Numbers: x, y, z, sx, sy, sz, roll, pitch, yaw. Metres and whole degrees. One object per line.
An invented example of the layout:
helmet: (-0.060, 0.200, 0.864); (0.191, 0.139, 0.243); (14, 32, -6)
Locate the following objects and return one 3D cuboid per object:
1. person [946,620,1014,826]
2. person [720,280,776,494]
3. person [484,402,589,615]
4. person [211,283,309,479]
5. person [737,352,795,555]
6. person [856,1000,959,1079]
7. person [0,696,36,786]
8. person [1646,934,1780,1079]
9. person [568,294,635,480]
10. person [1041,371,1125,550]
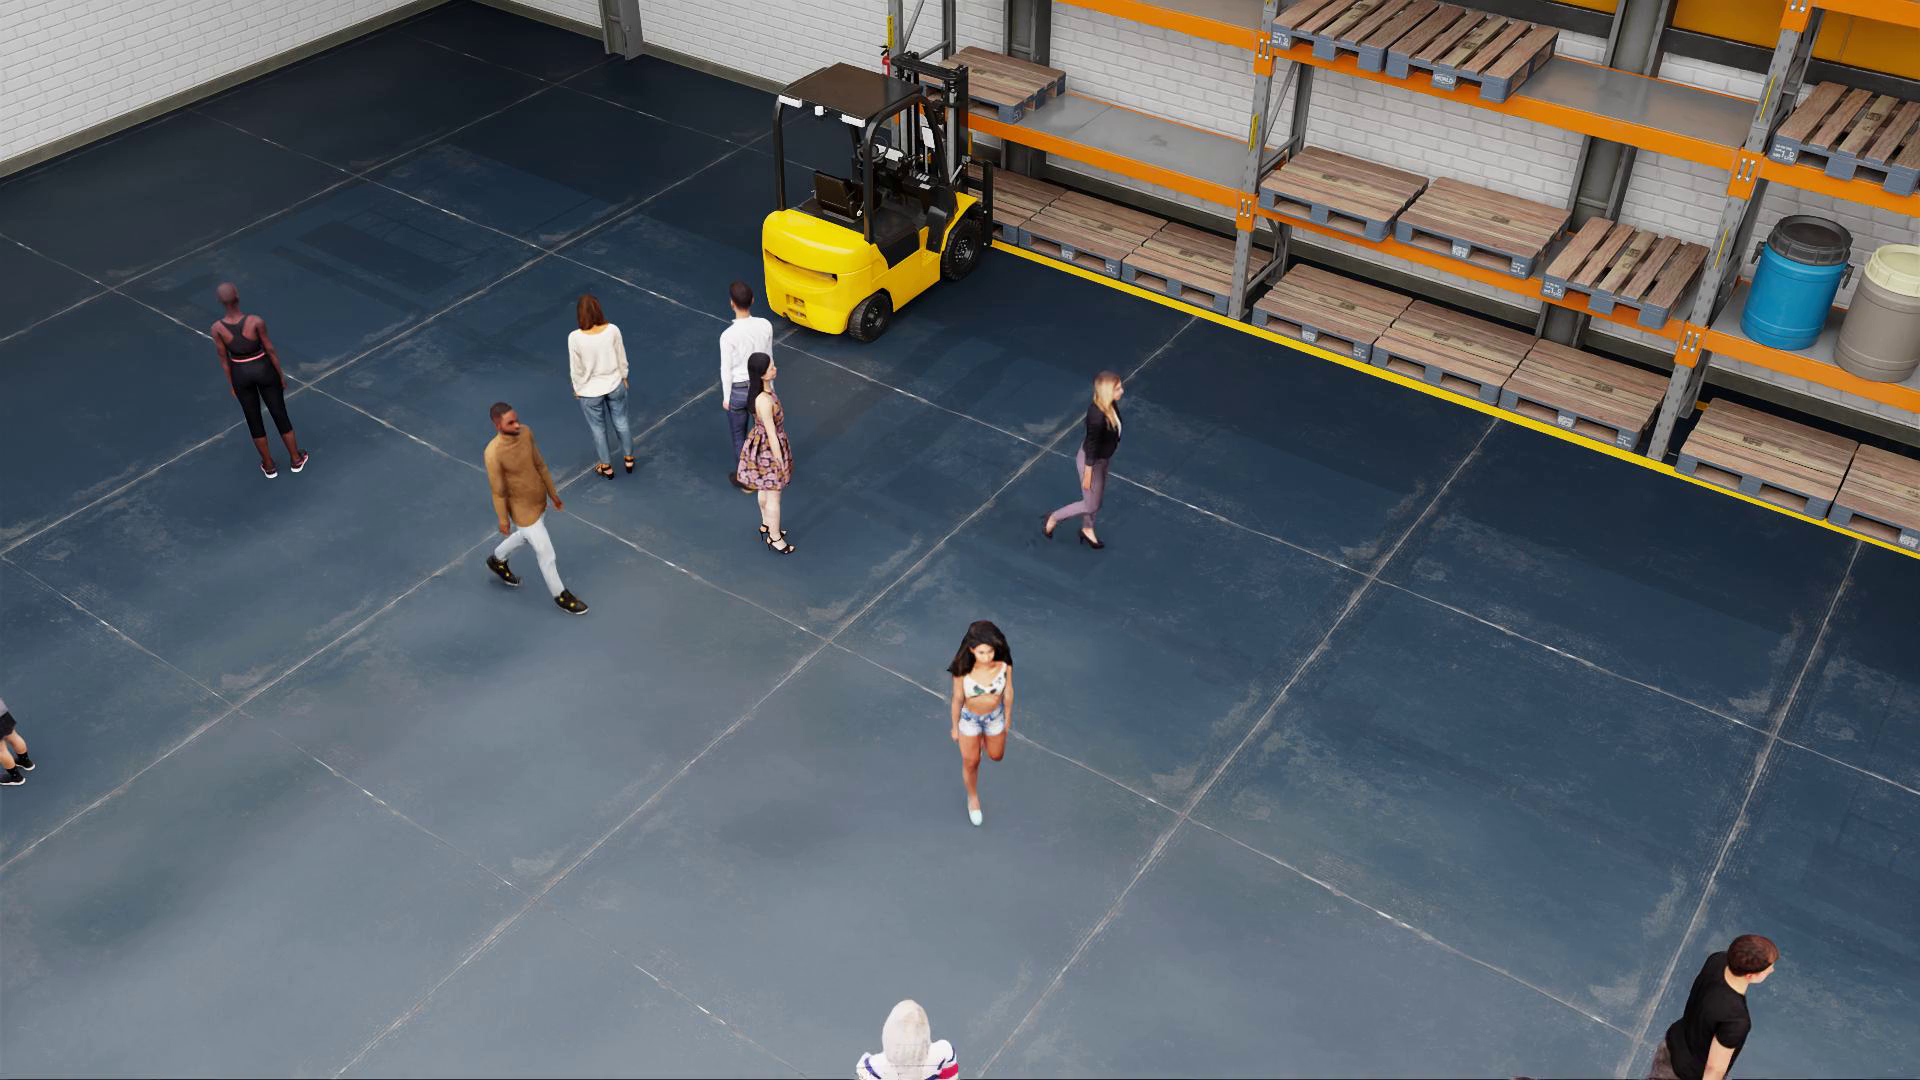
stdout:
person: (0.119, 1.099, 10.596); (0.835, 1.612, 0.908); (-8, 39, -10)
person: (-1.678, -1.200, 13.276); (0.697, 1.861, 0.704); (-24, 45, -27)
person: (-3.250, -0.275, 12.176); (1.212, 1.788, 0.827); (14, 41, 16)
person: (-5.714, -1.296, 13.475); (0.674, 1.763, 0.706); (-12, 40, -15)
person: (-1.451, -0.665, 12.674); (0.862, 1.775, 0.788); (-12, 40, -15)
person: (-0.250, 2.938, 8.151); (0.979, 1.790, 1.072); (-10, 40, -13)
person: (-6.378, 1.159, 10.927); (0.549, 1.105, 0.532); (6, 39, 8)
person: (3.680, 2.623, 8.499); (1.030, 1.847, 0.931); (2, 39, 3)
person: (-2.900, -1.232, 13.459); (0.706, 1.682, 0.713); (-16, 41, -19)
person: (0.940, -0.591, 12.682); (0.906, 1.650, 0.764); (10, 40, 13)
